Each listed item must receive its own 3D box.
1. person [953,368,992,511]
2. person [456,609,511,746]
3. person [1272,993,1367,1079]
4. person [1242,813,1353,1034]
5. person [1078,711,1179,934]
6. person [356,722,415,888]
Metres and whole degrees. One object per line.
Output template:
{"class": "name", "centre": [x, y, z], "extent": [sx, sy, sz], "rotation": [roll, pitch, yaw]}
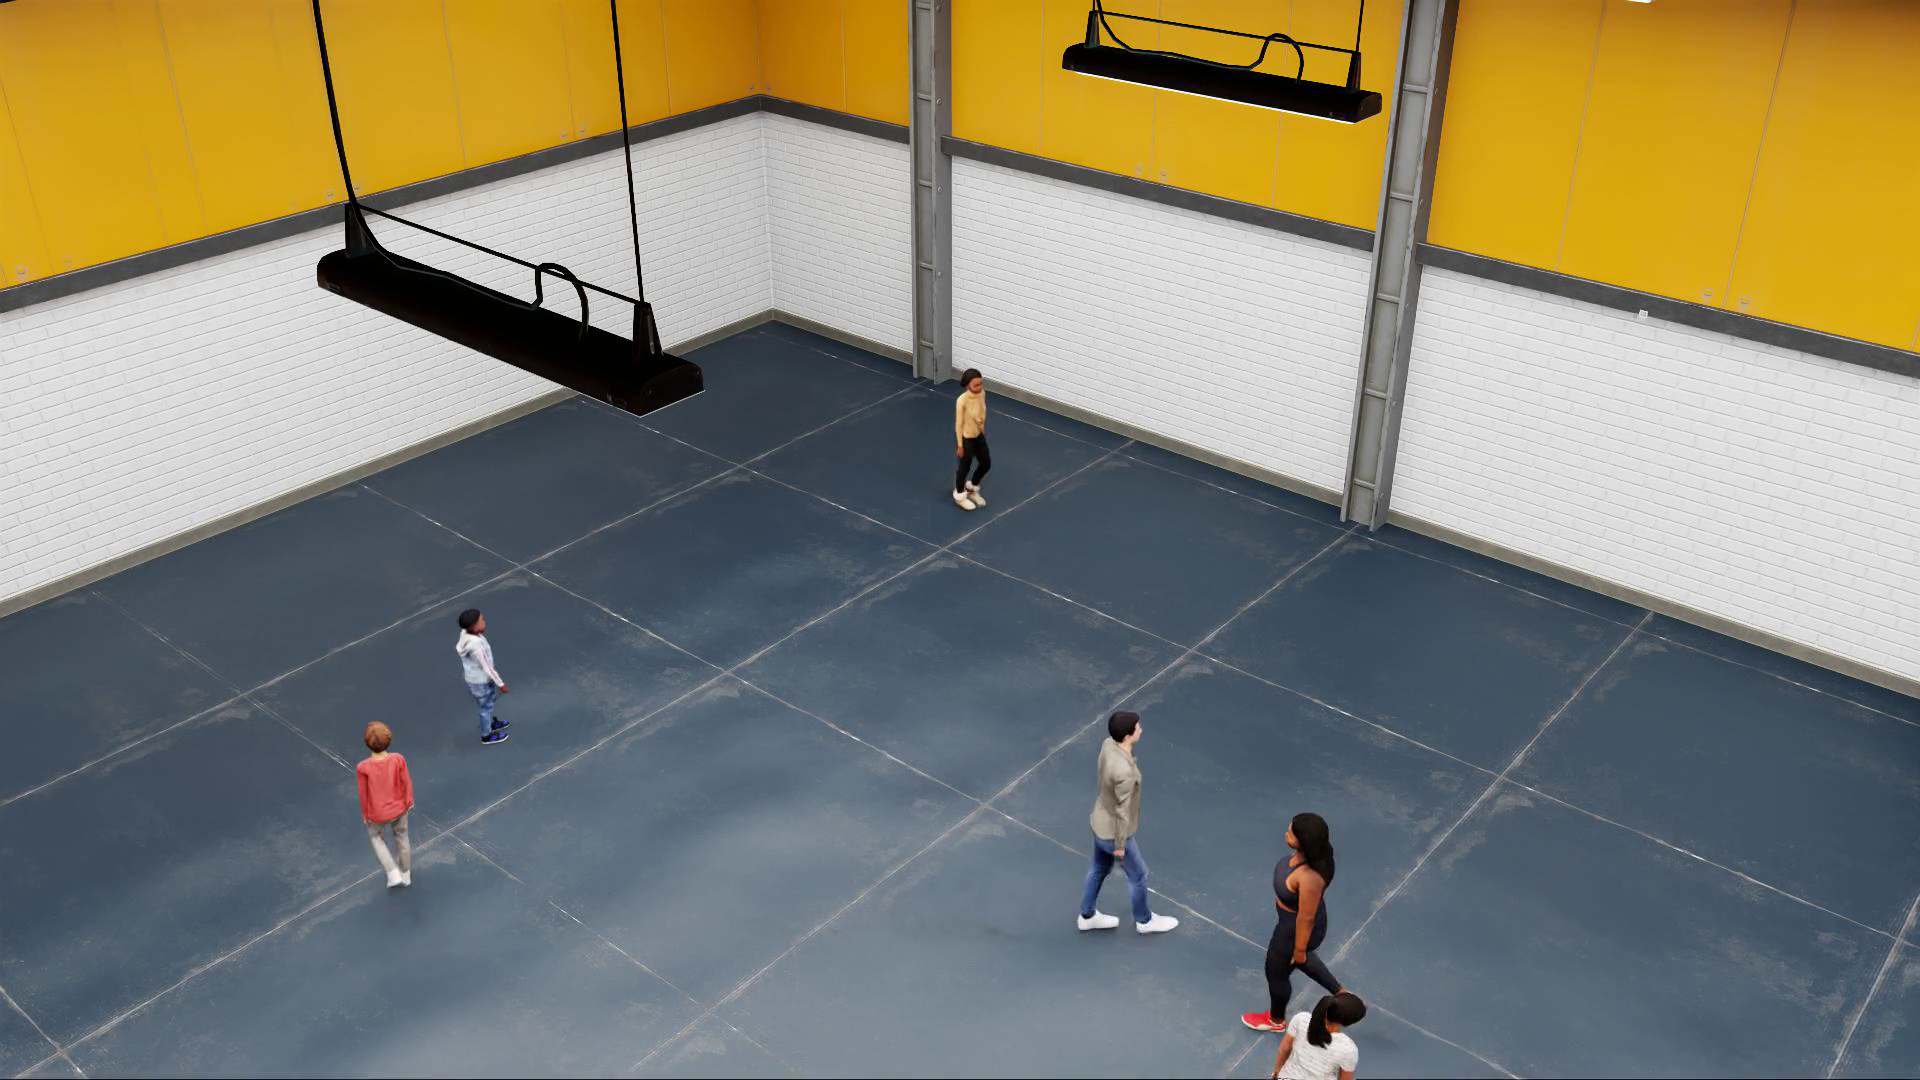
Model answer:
{"class": "person", "centre": [0.063, -1.079, 17.412], "extent": [0.642, 1.639, 0.635], "rotation": [25, 37, 38]}
{"class": "person", "centre": [-3.997, 1.141, 13.743], "extent": [0.646, 1.255, 0.589], "rotation": [-15, 32, -25]}
{"class": "person", "centre": [1.968, 3.192, 9.604], "extent": [0.529, 1.618, 0.810], "rotation": [9, 30, 15]}
{"class": "person", "centre": [2.275, 2.493, 10.700], "extent": [1.057, 1.796, 0.869], "rotation": [10, 30, 17]}
{"class": "person", "centre": [0.984, 1.993, 11.568], "extent": [1.069, 1.842, 1.029], "rotation": [-6, 29, -10]}
{"class": "person", "centre": [-4.146, 1.971, 12.065], "extent": [0.625, 1.406, 0.681], "rotation": [-15, 32, -26]}
